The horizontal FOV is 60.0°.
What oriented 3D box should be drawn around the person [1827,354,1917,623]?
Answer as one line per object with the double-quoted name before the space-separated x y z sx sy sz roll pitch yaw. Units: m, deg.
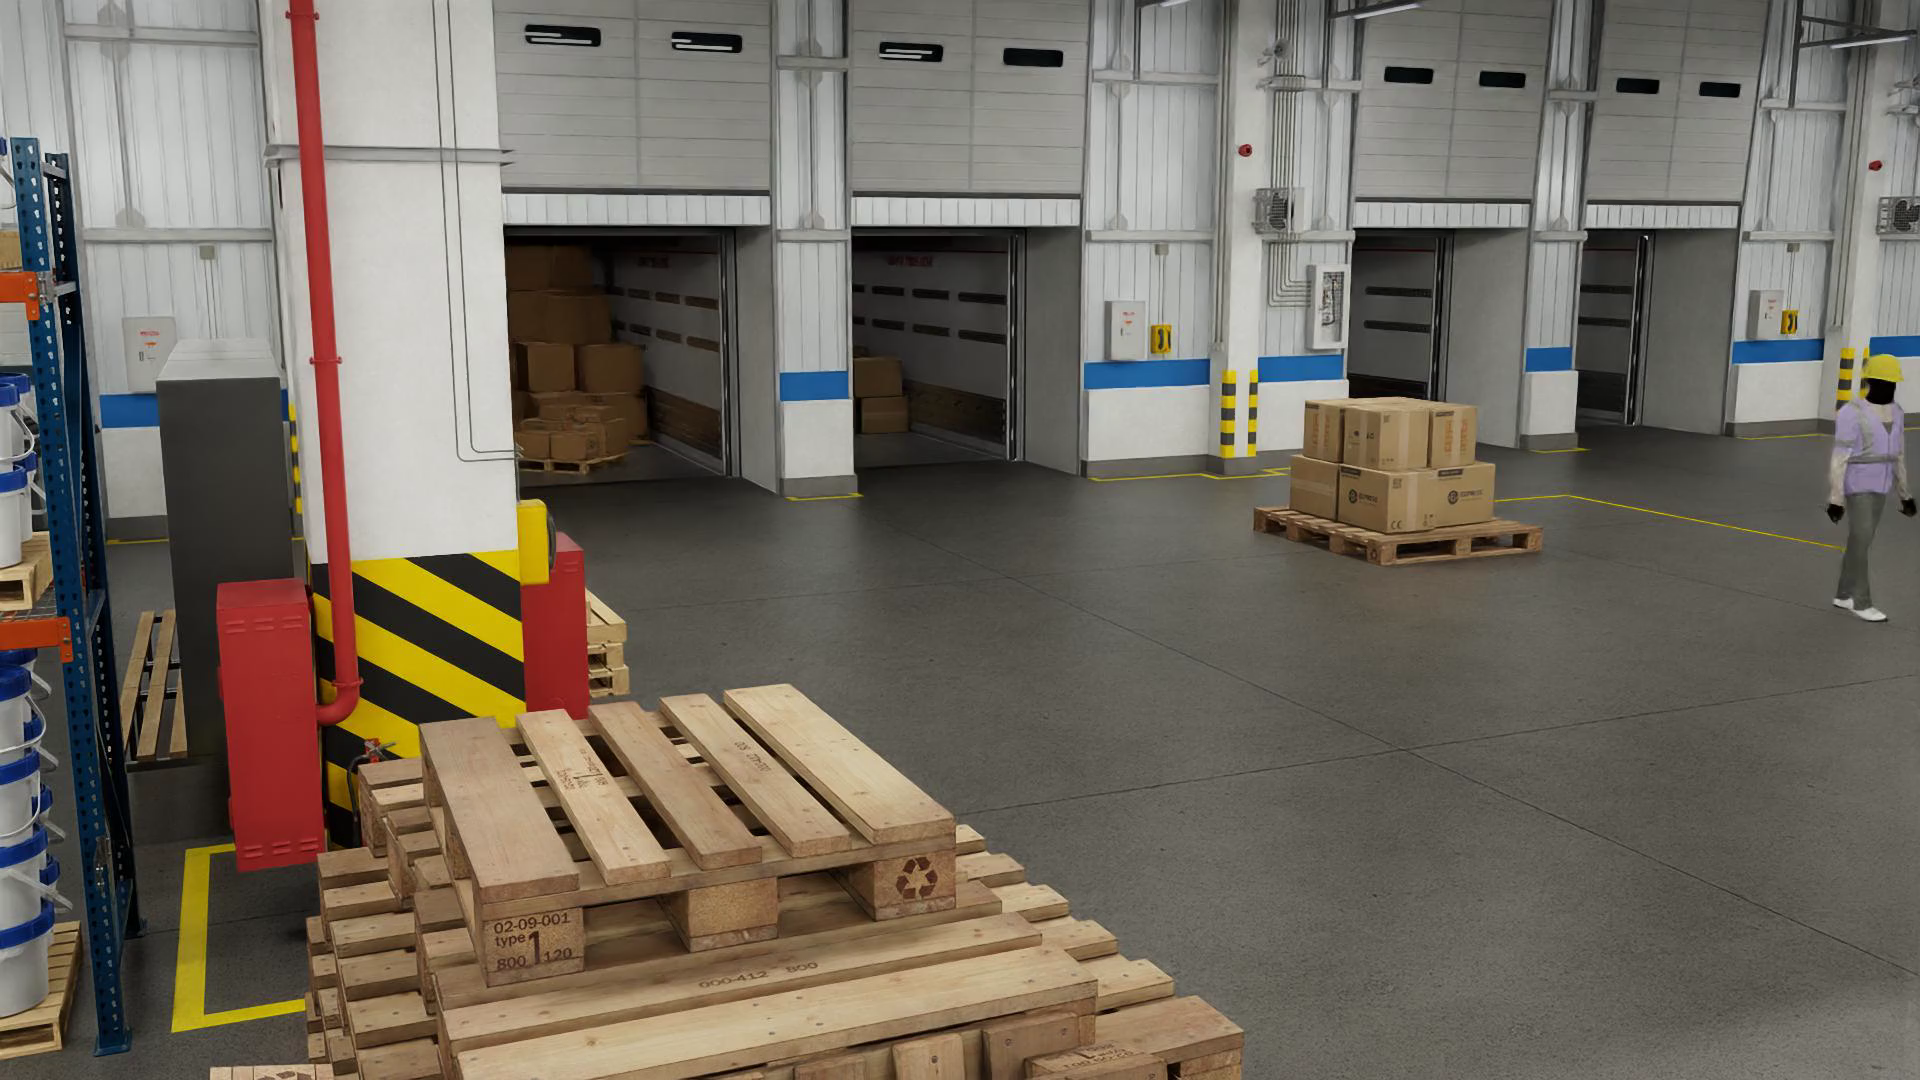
"person" 6.579 -0.381 11.970 0.617 1.923 0.495 -5 11 -25
